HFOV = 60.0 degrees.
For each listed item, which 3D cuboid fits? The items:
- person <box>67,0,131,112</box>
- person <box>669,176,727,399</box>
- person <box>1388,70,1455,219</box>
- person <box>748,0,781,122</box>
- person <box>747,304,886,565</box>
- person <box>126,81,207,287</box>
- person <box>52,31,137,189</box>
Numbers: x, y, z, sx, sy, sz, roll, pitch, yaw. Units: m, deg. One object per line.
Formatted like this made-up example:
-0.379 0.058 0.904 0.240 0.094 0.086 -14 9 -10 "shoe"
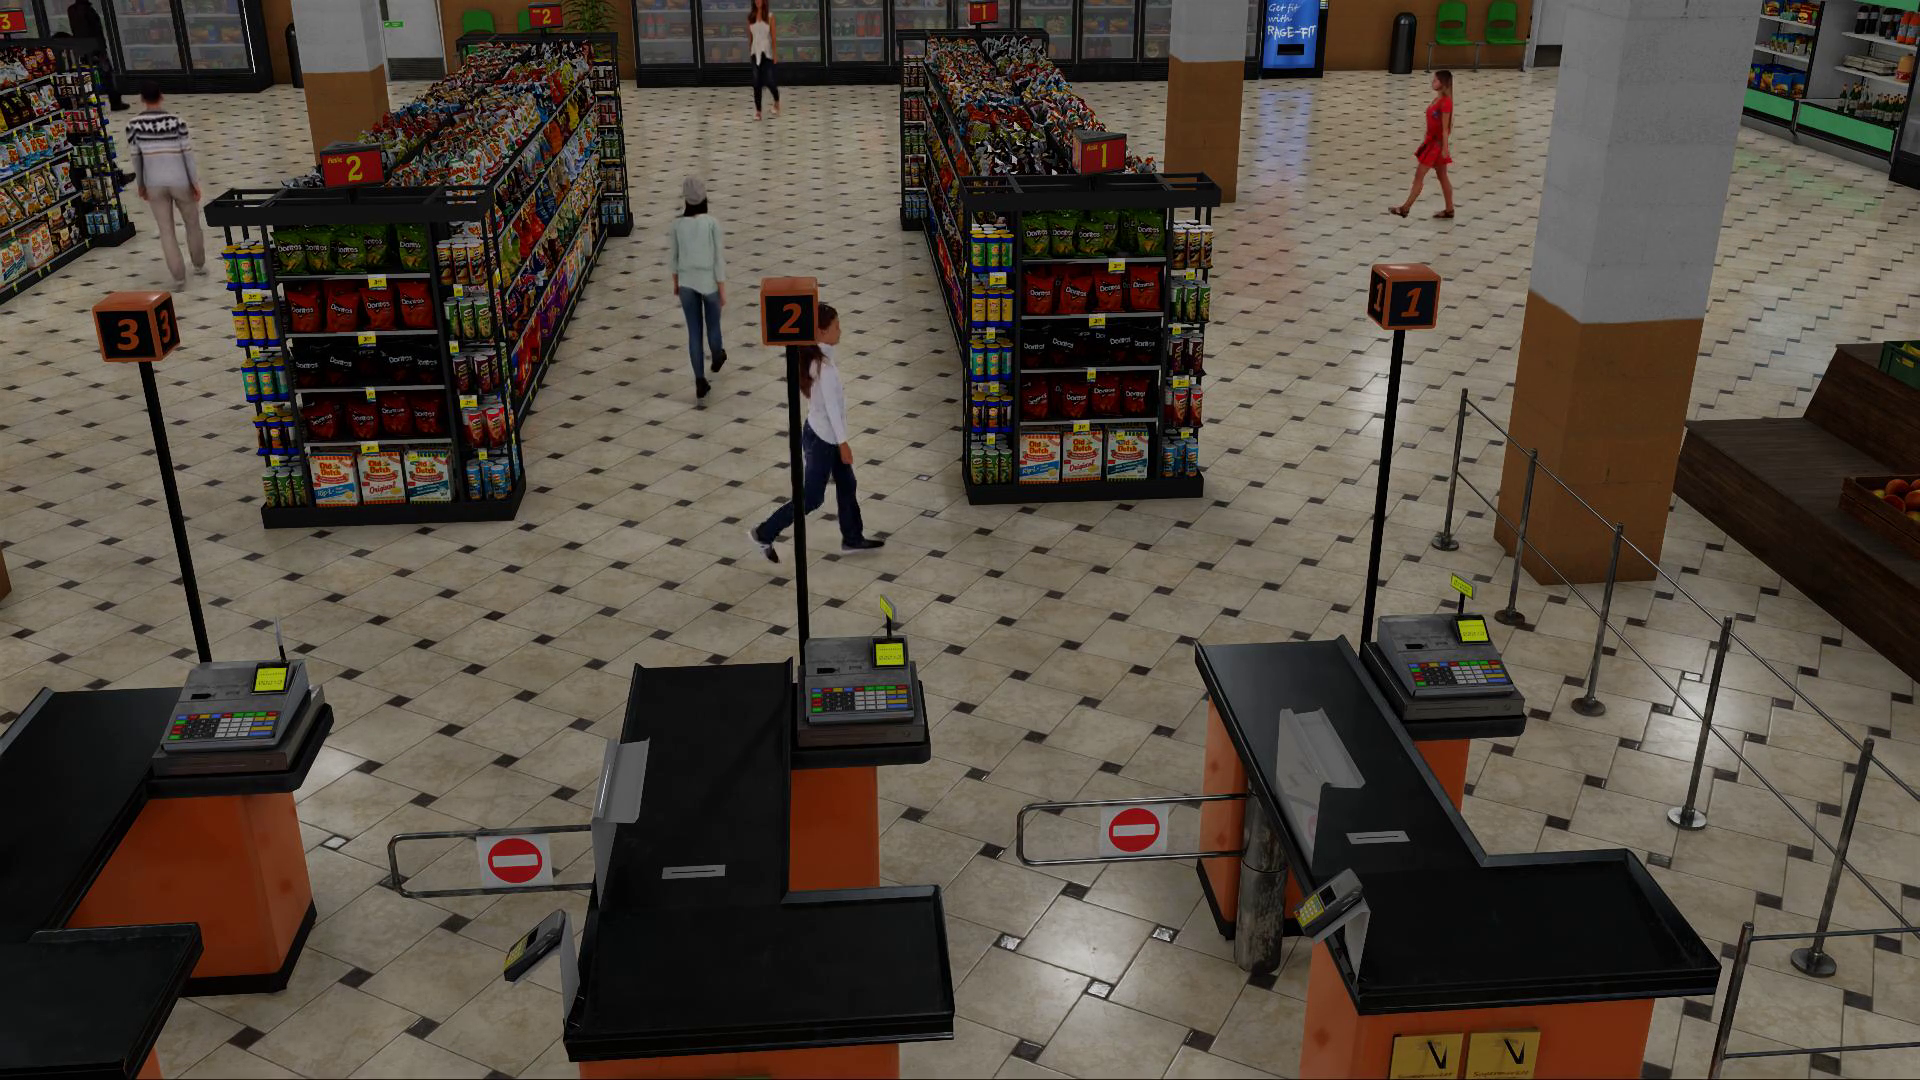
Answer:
-12.658 -7.095 24.093 0.964 1.818 1.151 7 25 16 "person"
-1.949 -1.851 12.388 0.693 1.595 1.124 1 24 3 "person"
5.190 -4.196 17.784 0.748 1.564 0.929 2 24 4 "person"
-2.770 -6.896 23.720 0.835 1.753 1.164 5 24 12 "person"
-0.861 -0.566 9.527 0.684 1.533 1.011 -5 24 -11 "person"
-7.264 -3.238 15.266 0.883 1.828 1.125 -8 25 -17 "person"
-10.081 -4.759 18.785 1.056 1.794 1.256 11 26 24 "person"
